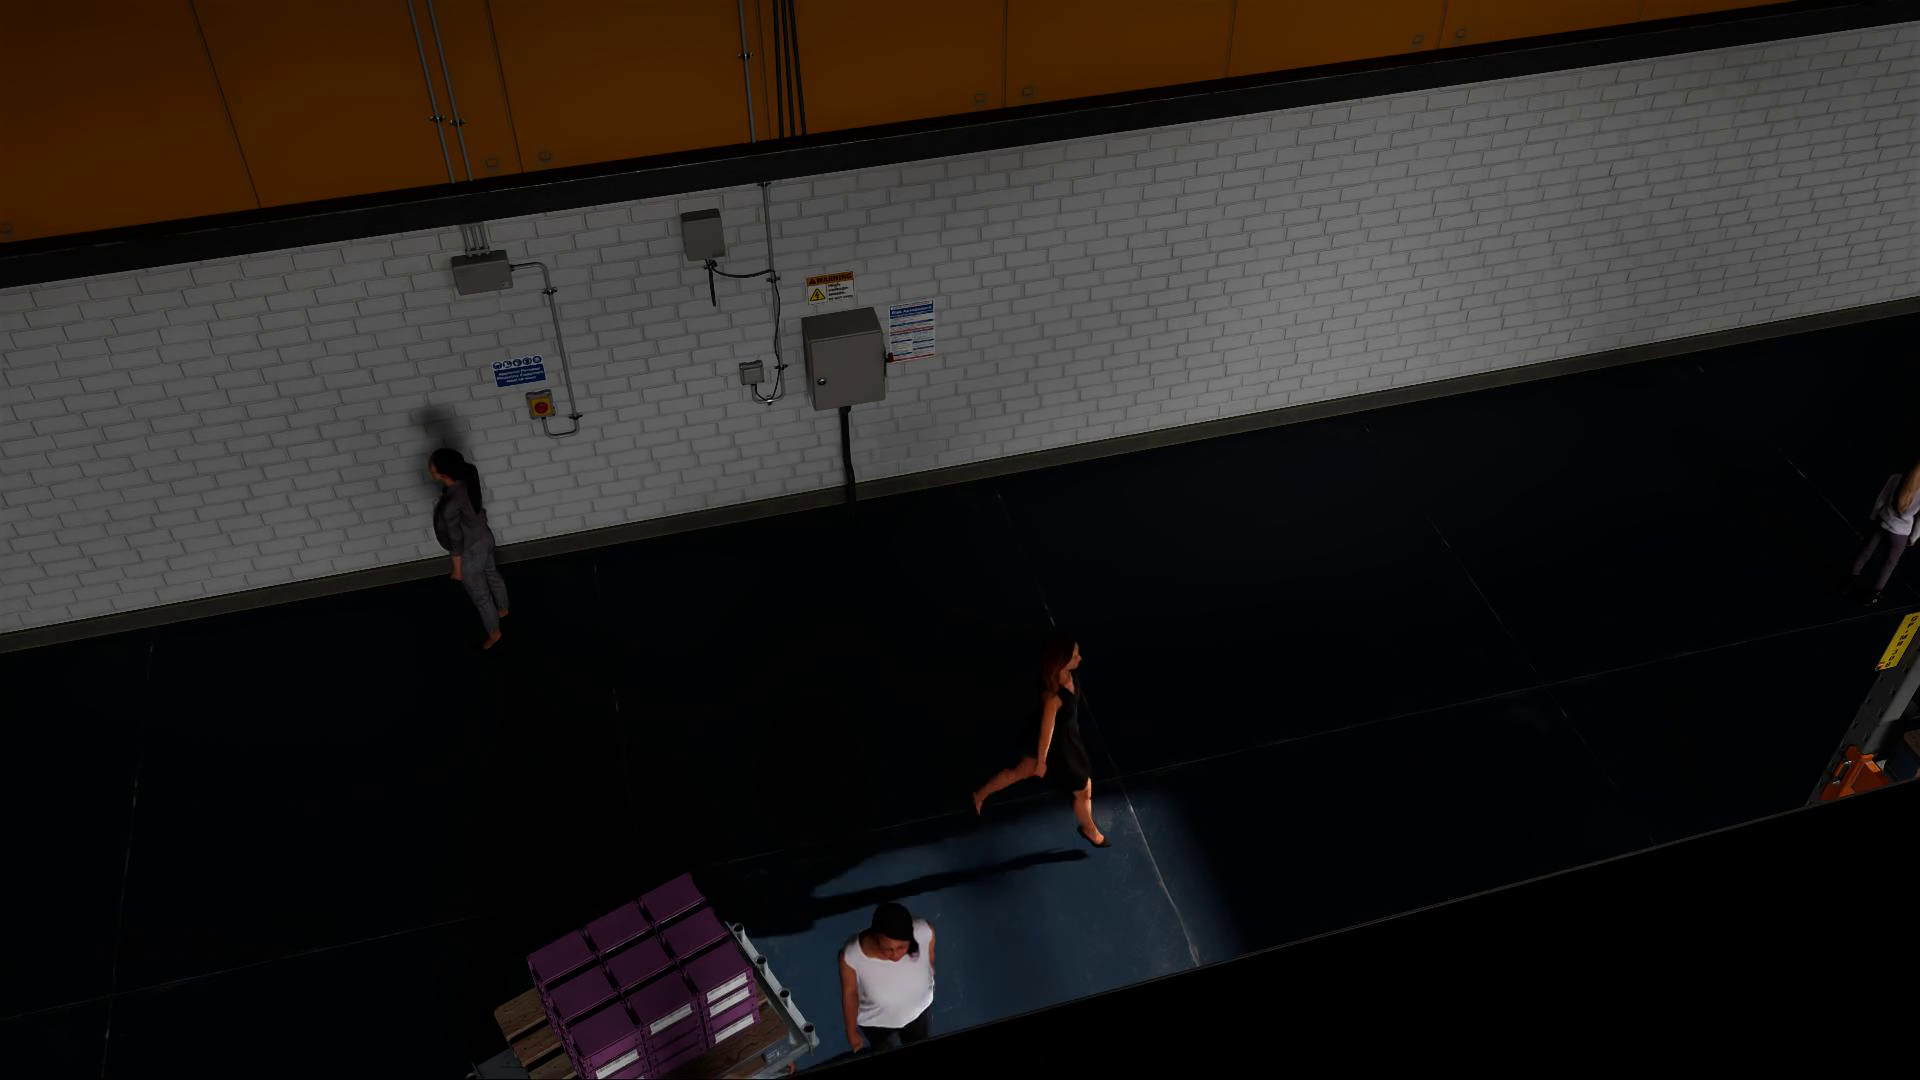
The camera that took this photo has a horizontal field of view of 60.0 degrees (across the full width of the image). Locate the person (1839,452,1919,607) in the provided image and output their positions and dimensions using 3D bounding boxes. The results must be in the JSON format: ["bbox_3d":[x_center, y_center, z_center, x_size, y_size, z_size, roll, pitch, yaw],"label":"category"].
[{"bbox_3d":[6.307,-0.086,11.250,0.618,1.280,0.525,-26,50,-25],"label":"person"}]

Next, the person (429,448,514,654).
[{"bbox_3d":[-3.166,0.060,10.807,0.761,1.678,0.648,4,44,5],"label":"person"}]

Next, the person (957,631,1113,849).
[{"bbox_3d":[0.430,1.168,9.563,0.973,1.790,1.181,6,44,6],"label":"person"}]

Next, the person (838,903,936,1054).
[{"bbox_3d":[-0.354,2.290,8.478,0.653,1.663,0.913,-12,45,-12],"label":"person"}]
